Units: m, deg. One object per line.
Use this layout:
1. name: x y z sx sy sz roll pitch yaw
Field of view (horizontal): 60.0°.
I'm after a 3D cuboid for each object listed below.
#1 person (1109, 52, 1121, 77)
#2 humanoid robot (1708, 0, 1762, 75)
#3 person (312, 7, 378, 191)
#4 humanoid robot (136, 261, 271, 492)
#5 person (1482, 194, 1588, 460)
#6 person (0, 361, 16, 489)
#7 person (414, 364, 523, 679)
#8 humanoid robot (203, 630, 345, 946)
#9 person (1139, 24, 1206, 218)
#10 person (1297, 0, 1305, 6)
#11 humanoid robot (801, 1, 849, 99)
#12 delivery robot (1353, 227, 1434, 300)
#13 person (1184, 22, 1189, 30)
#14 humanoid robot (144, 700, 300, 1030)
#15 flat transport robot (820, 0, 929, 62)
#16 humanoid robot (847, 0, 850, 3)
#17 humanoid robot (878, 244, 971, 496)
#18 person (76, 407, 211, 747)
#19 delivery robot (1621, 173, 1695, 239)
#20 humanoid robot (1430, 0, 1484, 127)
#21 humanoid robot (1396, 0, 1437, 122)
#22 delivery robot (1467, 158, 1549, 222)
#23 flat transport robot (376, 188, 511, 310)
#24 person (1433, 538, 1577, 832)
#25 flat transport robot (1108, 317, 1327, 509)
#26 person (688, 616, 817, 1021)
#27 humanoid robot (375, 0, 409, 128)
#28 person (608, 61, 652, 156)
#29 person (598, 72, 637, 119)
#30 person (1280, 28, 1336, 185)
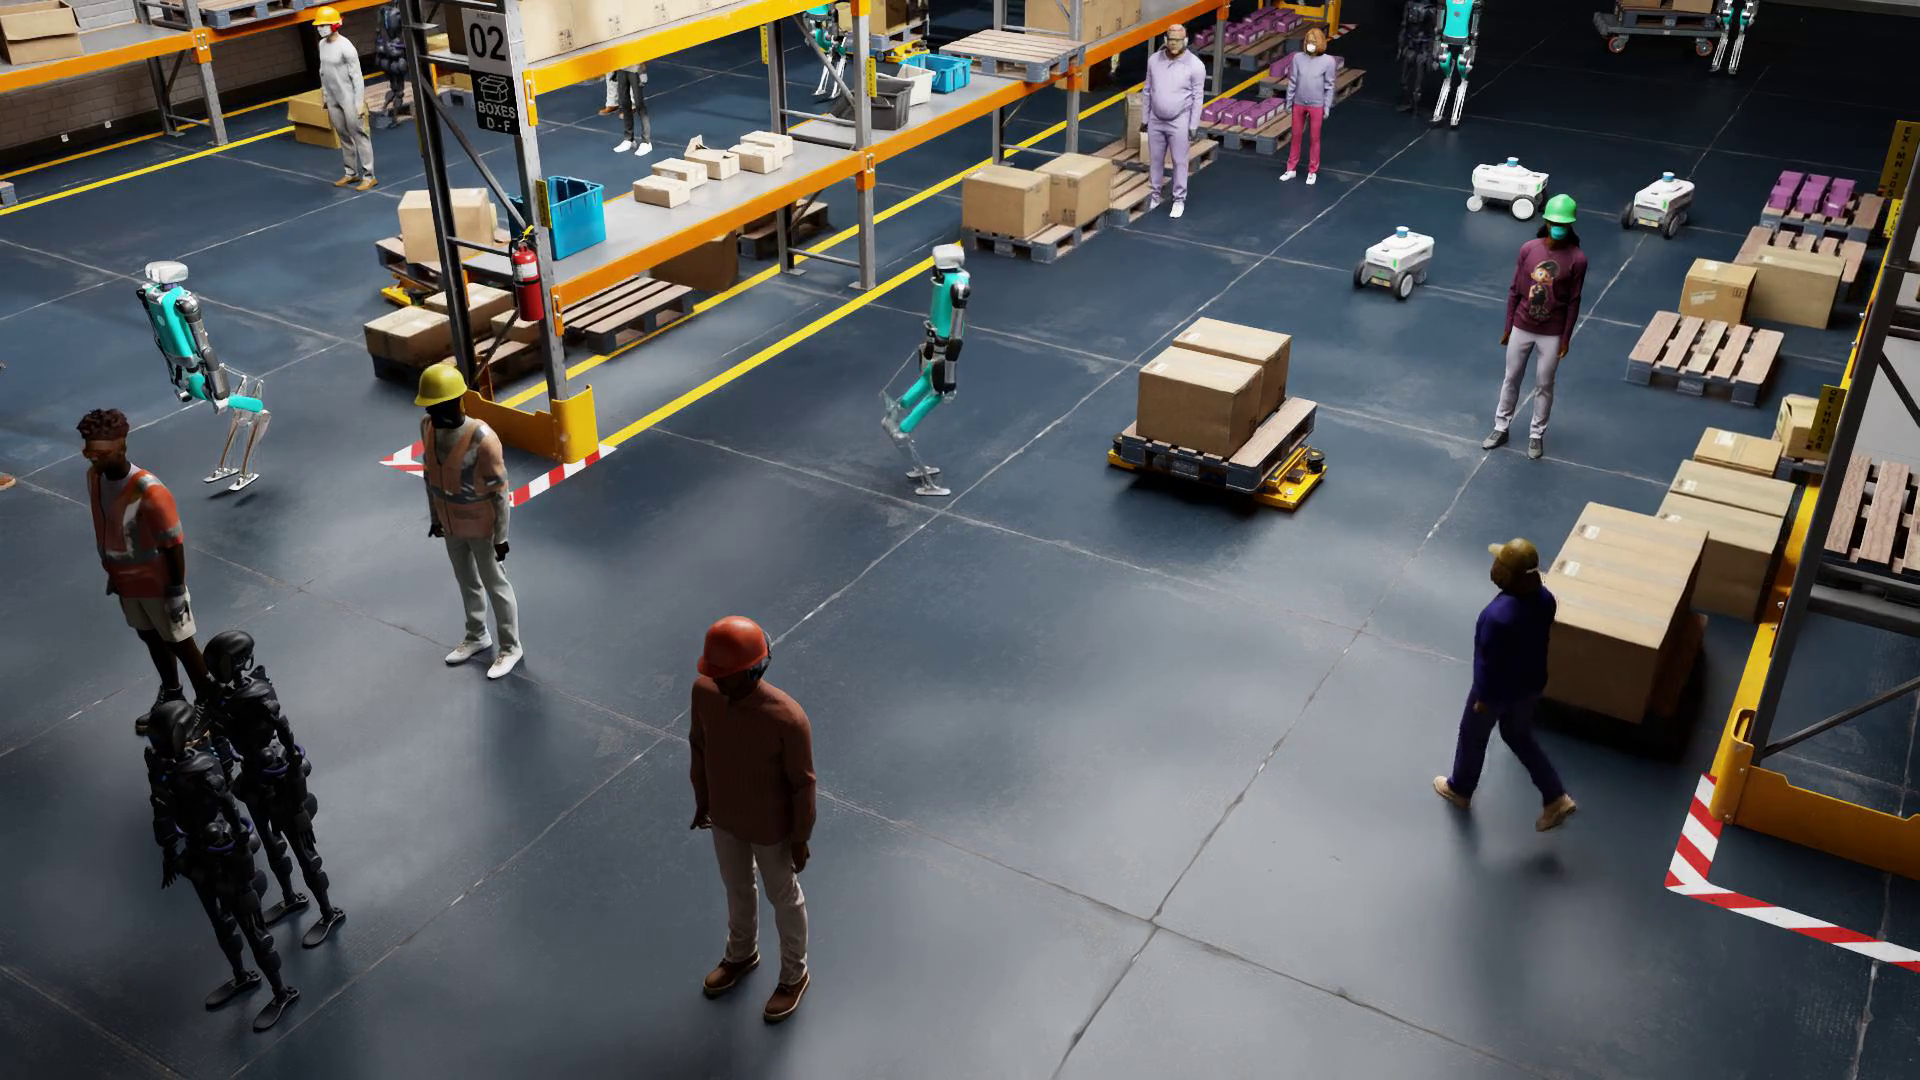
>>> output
1. person: 1.939 -6.984 21.786 0.571 1.750 0.329 16 33 26
2. humanoid robot: 10.112 -6.918 21.551 0.533 1.677 0.735 16 33 27
3. person: -6.493 -4.640 17.500 0.581 1.895 0.355 16 33 26
4. humanoid robot: -5.067 -1.170 11.383 0.533 1.677 0.735 16 33 27
5. person: 4.168 -1.545 11.963 0.498 1.954 0.414 16 33 26
6. person: -6.819 -1.208 11.373 0.493 1.947 0.651 -3 30 -6
7. person: -2.801 -0.108 9.449 0.592 1.926 0.363 16 33 26
8. humanoid robot: -3.124 1.119 7.517 0.599 1.657 0.315 16 33 27
9. person: 2.101 -4.211 16.722 0.650 1.913 0.413 16 33 26
10. person: 5.089 -9.107 25.514 0.696 1.800 0.517 -23 37 -35
11. humanoid robot: -1.603 -6.318 20.491 0.533 1.677 0.735 16 33 27
12. delivery robot: 3.970 -2.535 15.155 0.516 0.614 0.785 25 38 37
13. person: 3.163 -8.159 23.878 0.581 1.732 0.484 7 30 12
14. humanoid robot: -3.162 1.376 7.061 0.599 1.659 0.315 16 33 27
15. flat transport robot: -1.198 -6.841 23.043 1.431 0.231 0.659 16 33 27
16. humanoid robot: -1.620 -8.948 25.325 0.599 1.657 0.315 16 33 27
17. humanoid robot: -0.292 -1.151 11.441 0.730 1.752 0.545 -9 31 -15
18. person: -4.346 0.201 8.863 0.612 1.965 0.361 16 33 26
19. delivery robot: 6.985 -3.344 16.585 0.516 0.614 0.785 25 38 37
20. humanoid robot: 5.829 -5.716 19.433 0.531 1.668 0.750 16 33 27
21. humanoid robot: 5.513 -5.876 19.913 0.468 1.646 0.611 -16 33 -26
22. delivery robot: 5.622 -3.624 17.034 0.739 0.566 0.499 16 33 27
23. flat transport robot: -4.485 -2.412 15.209 0.659 0.231 1.431 25 38 37
24. person: 2.791 0.746 8.266 0.458 1.596 0.668 -18 34 -29
25. flat transport robot: 1.852 -0.590 11.985 1.431 0.231 0.659 16 33 27
26. person: -0.895 1.178 7.106 0.621 1.993 0.378 16 33 26
27. humanoid robot: -6.676 -5.696 19.599 0.631 1.626 0.458 14 32 23
28. person: -3.722 -5.262 18.625 0.528 1.870 0.321 16 33 26
29. person: -4.169 -6.043 19.937 0.635 1.939 0.365 16 33 26
30. person: 3.713 -4.627 17.736 0.506 1.632 0.280 16 33 26
